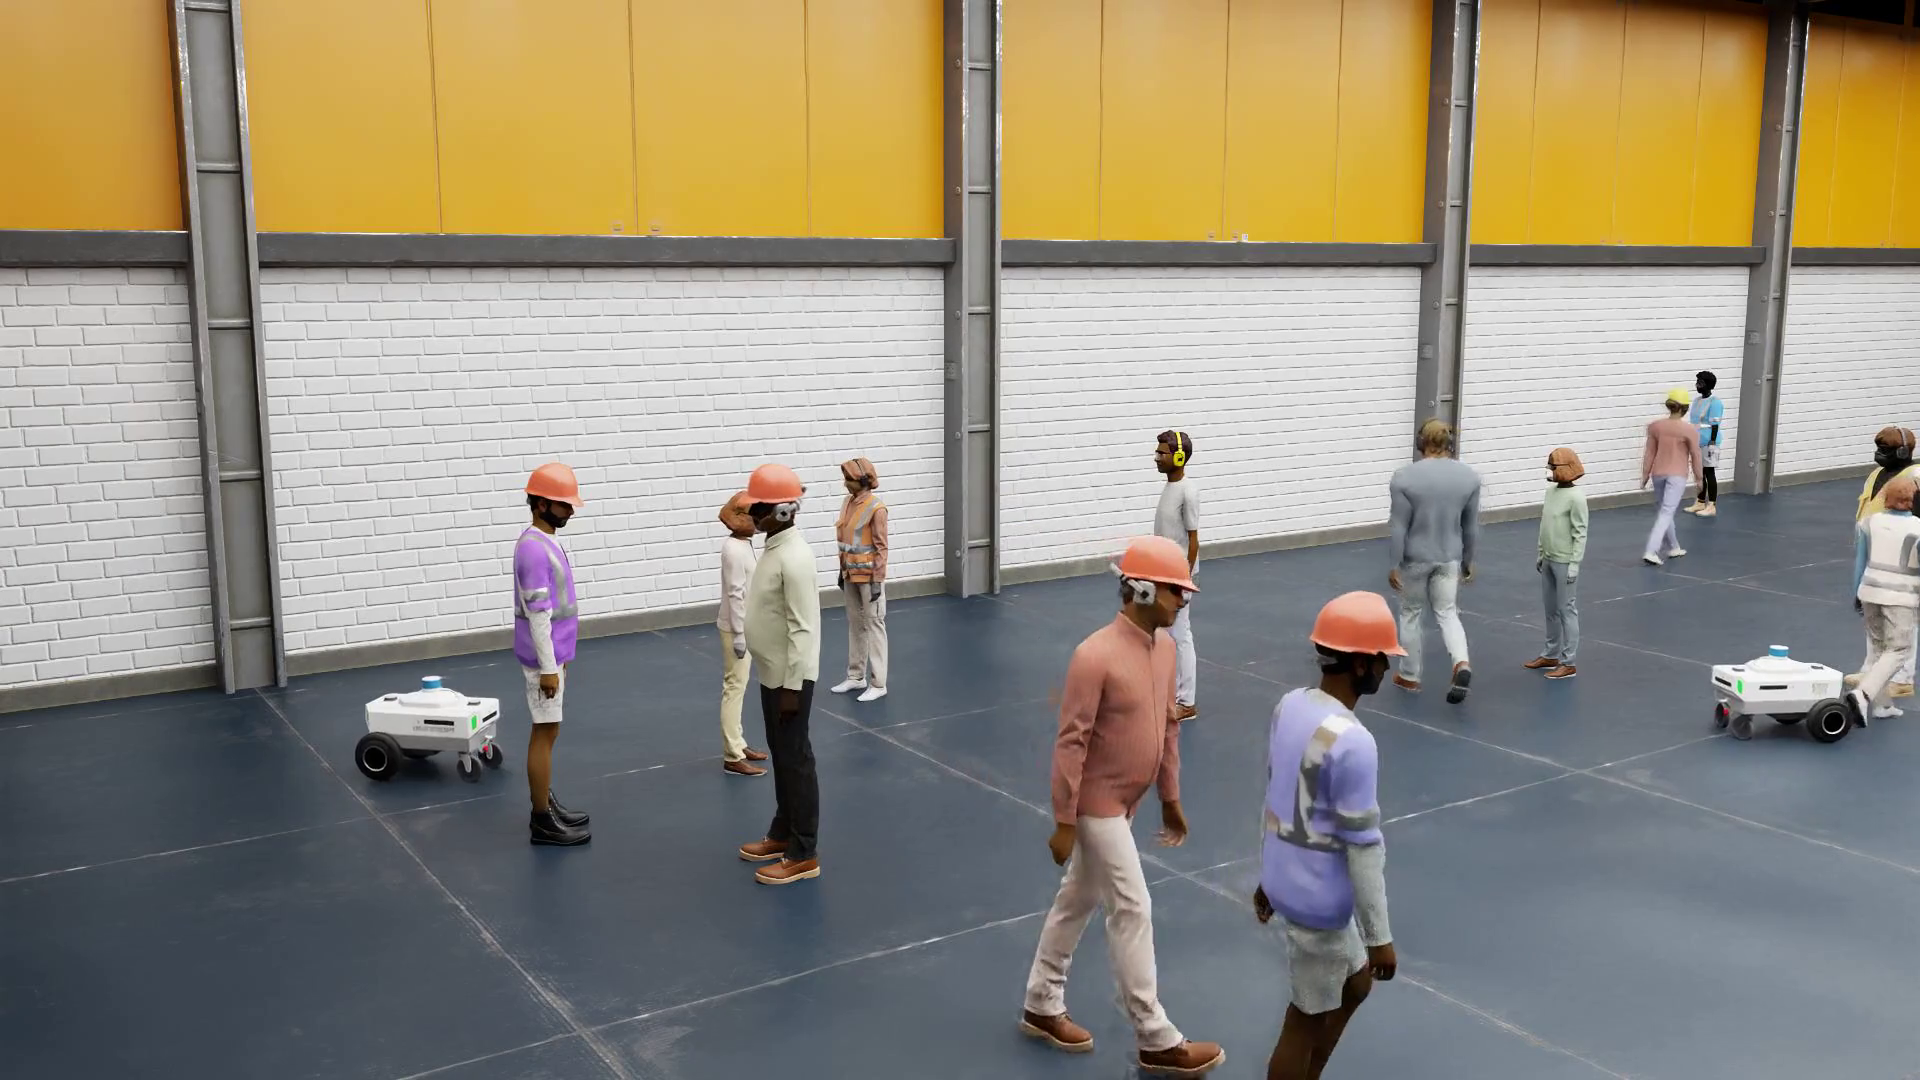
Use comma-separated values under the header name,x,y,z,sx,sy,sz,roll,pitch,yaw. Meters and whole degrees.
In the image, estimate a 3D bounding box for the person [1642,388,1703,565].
name,x,y,z,sx,sy,sz,roll,pitch,yaw
person,6.942,-0.623,16.238,0.918,1.720,0.546,-7,12,-36

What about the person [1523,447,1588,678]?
name,x,y,z,sx,sy,sz,roll,pitch,yaw
person,4.240,0.158,11.781,0.272,1.632,0.507,-1,10,-9

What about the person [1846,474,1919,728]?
name,x,y,z,sx,sy,sz,roll,pitch,yaw
person,5.818,0.388,10.460,0.695,1.612,0.516,-5,11,-28

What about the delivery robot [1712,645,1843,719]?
name,x,y,z,sx,sy,sz,roll,pitch,yaw
delivery robot,5.048,0.897,10.288,0.707,0.478,0.477,-1,10,-6

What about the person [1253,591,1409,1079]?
name,x,y,z,sx,sy,sz,roll,pitch,yaw
person,1.166,1.106,5.203,0.545,1.914,0.564,-1,9,-6

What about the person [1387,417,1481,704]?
name,x,y,z,sx,sy,sz,roll,pitch,yaw
person,3.159,0.140,11.060,0.637,1.914,0.833,-1,10,-7

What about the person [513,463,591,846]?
name,x,y,z,sx,sy,sz,roll,pitch,yaw
person,-2.057,0.571,8.408,0.375,1.927,0.543,-2,10,-11

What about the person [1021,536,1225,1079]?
name,x,y,z,sx,sy,sz,roll,pitch,yaw
person,0.610,0.957,6.028,0.900,1.939,0.641,5,11,27

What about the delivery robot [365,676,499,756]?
name,x,y,z,sx,sy,sz,roll,pitch,yaw
delivery robot,-3.015,1.024,9.525,0.707,0.478,0.477,2,10,10

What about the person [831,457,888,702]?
name,x,y,z,sx,sy,sz,roll,pitch,yaw
person,-0.655,0.258,11.158,0.310,1.639,0.514,-7,11,-35

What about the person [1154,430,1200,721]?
name,x,y,z,sx,sy,sz,roll,pitch,yaw
person,1.358,0.229,10.639,0.328,1.873,0.520,-2,10,-12

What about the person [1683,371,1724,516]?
name,x,y,z,sx,sy,sz,roll,pitch,yaw
person,8.649,-1.122,19.329,0.321,1.690,0.536,-1,9,-6

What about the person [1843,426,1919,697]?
name,x,y,z,sx,sy,sz,roll,pitch,yaw
person,6.305,0.142,11.296,0.430,1.835,0.620,0,9,0

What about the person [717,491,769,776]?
name,x,y,z,sx,sy,sz,roll,pitch,yaw
person,-1.249,0.523,9.580,0.290,1.632,0.501,0,9,-1

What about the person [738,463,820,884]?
name,x,y,z,sx,sy,sz,roll,pitch,yaw
person,-0.850,0.622,7.897,0.378,1.995,0.608,-3,10,-18
